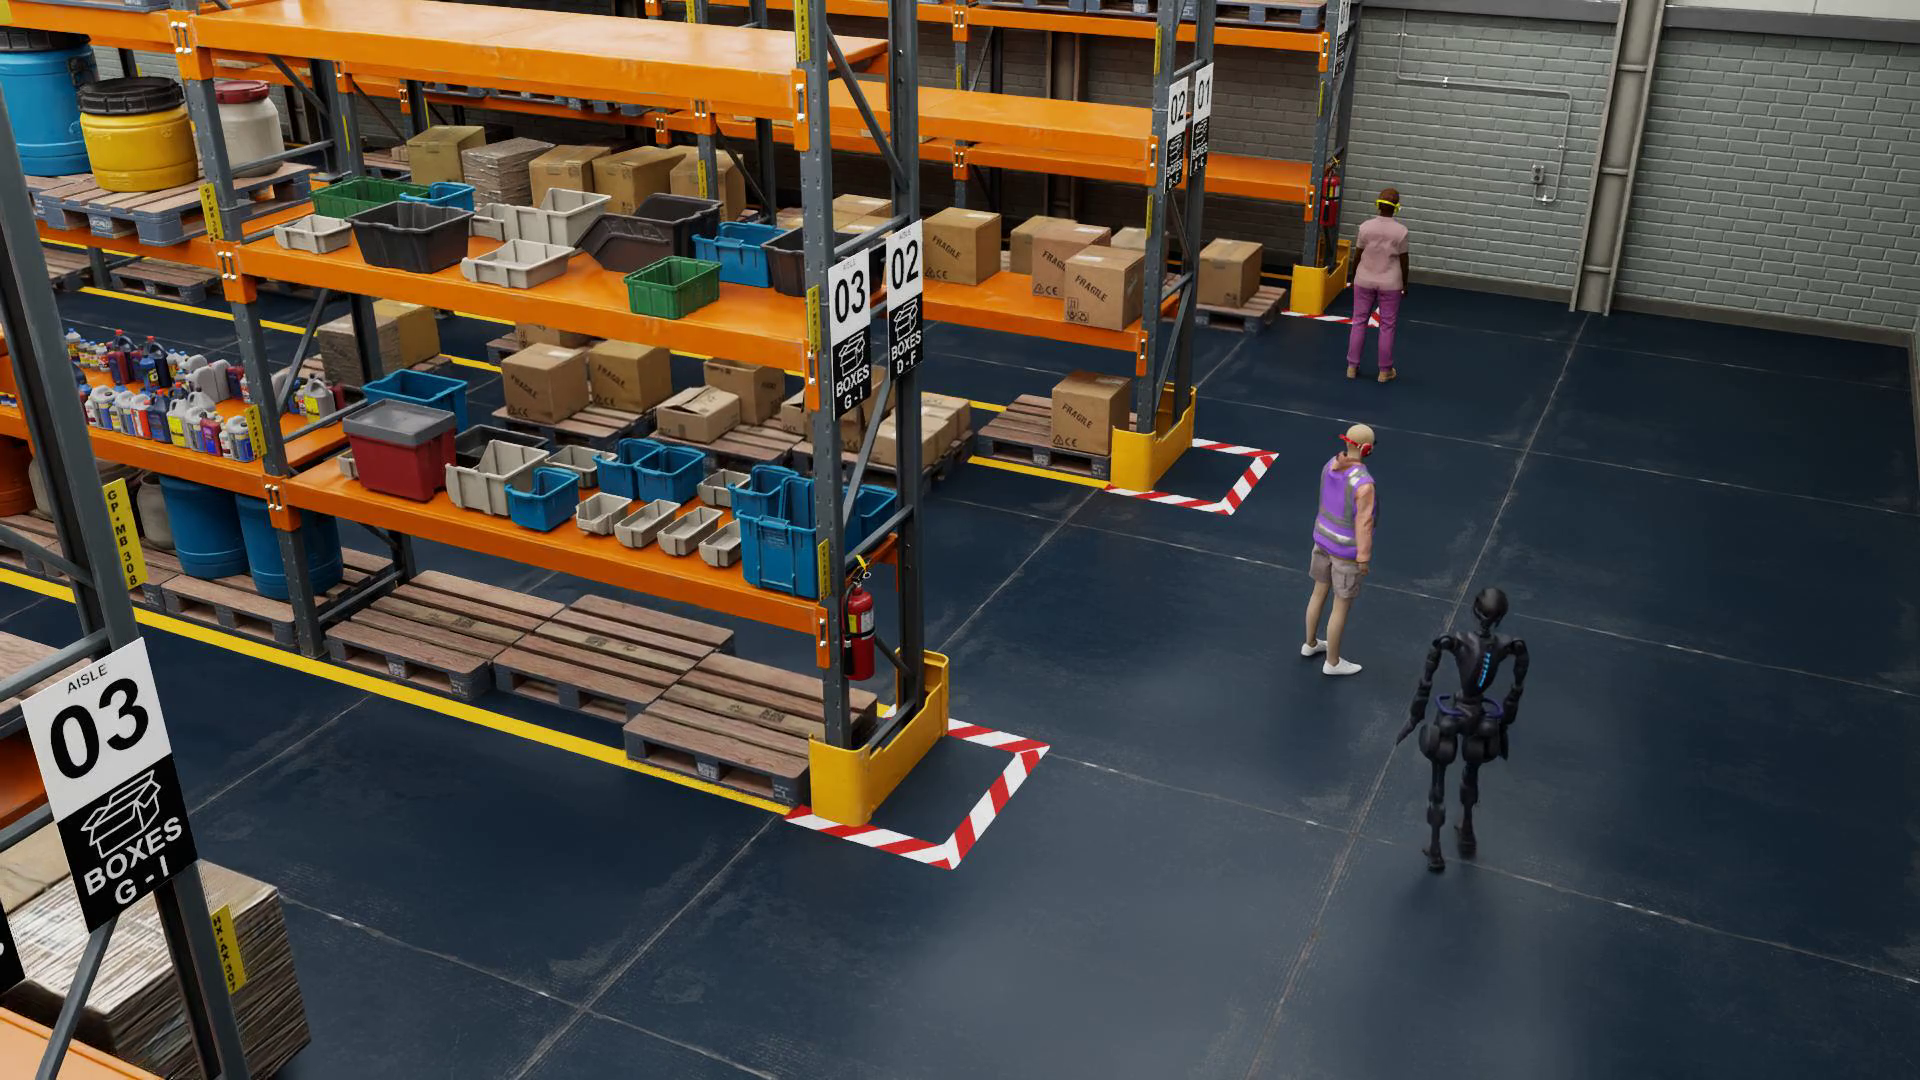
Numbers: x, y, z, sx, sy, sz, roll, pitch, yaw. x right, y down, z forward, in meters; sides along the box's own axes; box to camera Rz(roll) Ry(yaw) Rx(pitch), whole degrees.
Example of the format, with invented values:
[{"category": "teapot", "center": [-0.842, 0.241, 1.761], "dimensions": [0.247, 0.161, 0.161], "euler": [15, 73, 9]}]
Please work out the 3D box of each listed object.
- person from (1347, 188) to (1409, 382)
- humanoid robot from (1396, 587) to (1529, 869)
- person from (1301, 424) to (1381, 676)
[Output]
[{"category": "person", "center": [3.863, -2.352, 15.339], "dimensions": [0.539, 1.800, 0.329], "euler": [12, 29, 23]}, {"category": "humanoid robot", "center": [2.620, 0.953, 8.798], "dimensions": [0.599, 1.645, 0.471], "euler": [0, 26, -1]}, {"category": "person", "center": [2.432, 0.058, 10.590], "dimensions": [0.352, 1.688, 0.489], "euler": [-11, 28, -21]}]
